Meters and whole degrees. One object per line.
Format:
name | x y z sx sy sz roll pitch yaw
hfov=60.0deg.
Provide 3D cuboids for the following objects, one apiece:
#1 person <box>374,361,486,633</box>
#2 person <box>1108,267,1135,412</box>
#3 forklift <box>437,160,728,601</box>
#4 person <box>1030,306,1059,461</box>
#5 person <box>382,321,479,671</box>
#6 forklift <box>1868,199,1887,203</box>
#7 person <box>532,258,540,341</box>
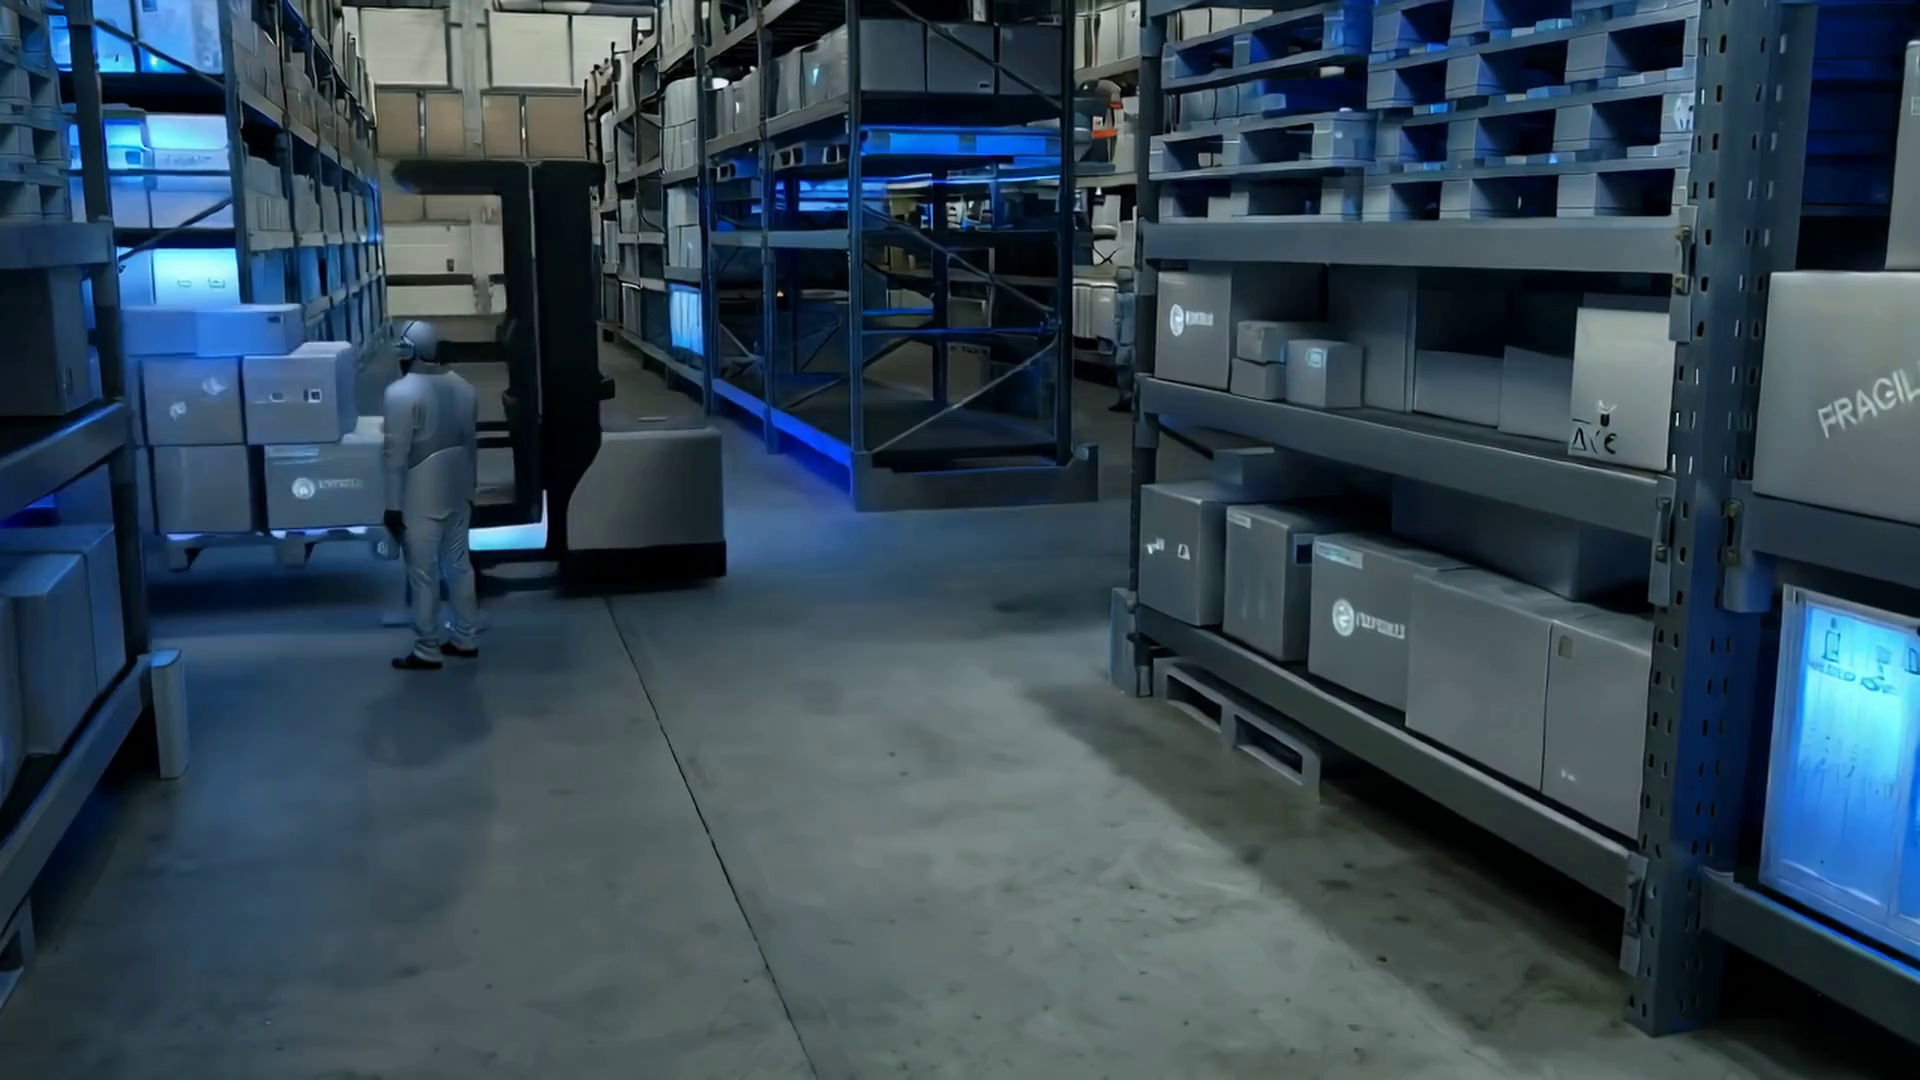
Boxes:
person | -3.180 -0.255 9.803 0.721 1.660 0.535 -5 12 -26
person | 2.221 -2.699 22.449 0.361 1.939 0.543 8 13 39
forklift | -2.598 -1.109 11.148 1.873 2.768 1.129 -3 11 -18
person | 0.934 -1.648 17.556 0.288 1.626 0.497 -7 12 -33
person | -2.913 -0.244 9.108 0.399 1.900 0.643 5 11 24
forklift | 11.338 -2.915 21.052 1.129 2.768 1.873 -3 11 -17
person | -9.616 -5.388 37.161 0.634 1.937 1.037 -1 10 -5
